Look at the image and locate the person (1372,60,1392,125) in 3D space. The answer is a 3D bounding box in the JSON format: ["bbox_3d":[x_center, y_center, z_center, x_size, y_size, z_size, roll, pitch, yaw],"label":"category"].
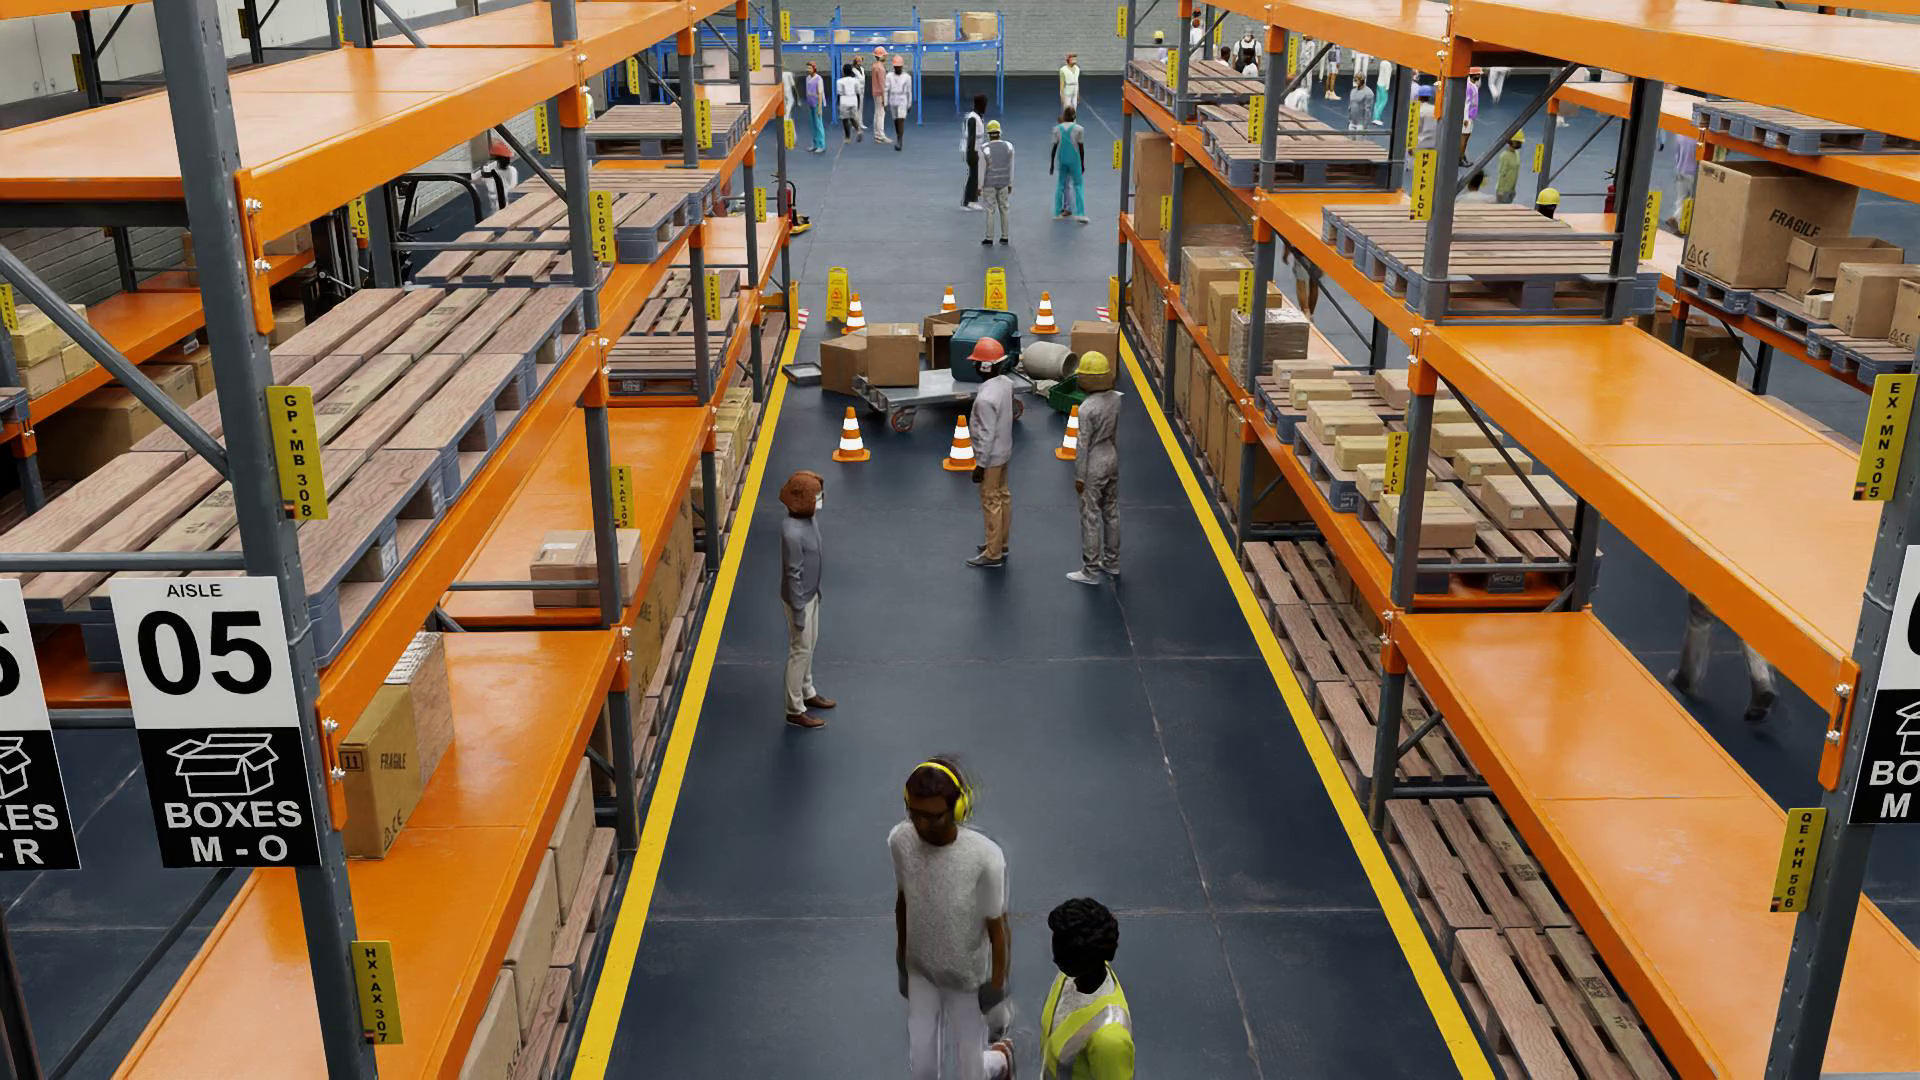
[{"bbox_3d":[9.834,-10.531,38.594,0.385,1.760,0.537,-2,21,-6],"label":"person"}]

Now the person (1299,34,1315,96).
[{"bbox_3d":[9.264,-12.768,44.532,0.320,1.737,0.483,-12,24,-29],"label":"person"}]

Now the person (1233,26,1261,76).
[{"bbox_3d":[7.093,-11.677,41.217,0.687,2.000,0.535,4,21,11],"label":"person"}]

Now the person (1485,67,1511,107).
[{"bbox_3d":[13.615,-11.913,41.991,0.627,1.934,0.602,1,21,2],"label":"person"}]

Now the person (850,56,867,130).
[{"bbox_3d":[-2.317,-10.148,37.751,0.310,1.631,0.507,10,23,24],"label":"person"}]

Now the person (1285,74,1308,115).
[{"bbox_3d":[6.237,-7.855,31.384,0.606,1.834,0.963,13,24,31],"label":"person"}]

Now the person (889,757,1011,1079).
[{"bbox_3d":[-0.009,1.628,6.319,0.536,1.853,0.679,11,23,26],"label":"person"}]

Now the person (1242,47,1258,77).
[{"bbox_3d":[6.196,-9.572,35.759,0.368,1.965,0.609,-2,21,-6],"label":"person"}]

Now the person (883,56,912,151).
[{"bbox_3d":[-1.286,-9.096,34.625,0.549,1.891,1.009,5,21,12],"label":"person"}]

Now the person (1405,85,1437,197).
[{"bbox_3d":[7.952,-6.786,28.453,0.619,1.929,0.694,-12,24,-28],"label":"person"}]

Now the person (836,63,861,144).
[{"bbox_3d":[-2.361,-9.242,35.290,0.532,1.679,0.427,-10,23,-26],"label":"person"}]

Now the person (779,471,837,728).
[{"bbox_3d":[-0.932,0.351,10.008,0.293,1.623,0.507,2,21,6],"label":"person"}]

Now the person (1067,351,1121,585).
[{"bbox_3d":[0.981,-0.533,12.195,0.325,1.736,0.486,16,26,37],"label":"person"}]

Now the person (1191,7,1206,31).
[{"bbox_3d":[7.015,-14.801,49.486,0.605,2.033,0.391,-2,21,-4],"label":"person"}]

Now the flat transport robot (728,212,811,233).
[{"bbox_3d":[-3.097,-4.950,25.899,1.431,0.197,0.652,4,21,12],"label":"flat transport robot"}]

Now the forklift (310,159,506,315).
[{"bbox_3d":[-5.622,-2.910,17.832,2.313,2.155,1.214,-1,21,-1],"label":"forklift"}]

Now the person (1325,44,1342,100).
[{"bbox_3d":[9.871,-12.629,43.739,0.395,2.039,0.607,-3,21,-7],"label":"person"}]

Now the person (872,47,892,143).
[{"bbox_3d":[-1.693,-9.515,35.563,0.375,1.997,0.611,-6,22,-16],"label":"person"}]

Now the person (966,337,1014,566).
[{"bbox_3d":[0.215,-0.662,12.500,0.327,1.753,0.563,6,22,16],"label":"person"}]

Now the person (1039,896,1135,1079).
[{"bbox_3d":[0.425,1.957,5.665,0.319,1.693,0.532,-4,21,-11],"label":"person"}]

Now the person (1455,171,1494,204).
[{"bbox_3d":[6.162,-3.583,20.132,0.522,1.817,0.950,3,21,7],"label":"person"}]

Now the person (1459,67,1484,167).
[{"bbox_3d":[9.879,-8.222,32.223,0.349,1.940,0.551,11,23,26],"label":"person"}]

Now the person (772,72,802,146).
[{"bbox_3d":[-3.689,-9.147,34.854,0.587,1.806,0.831,12,24,29],"label":"person"}]

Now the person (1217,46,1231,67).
[{"bbox_3d":[5.762,-9.928,36.788,0.403,1.908,0.599,-6,22,-17],"label":"person"}]

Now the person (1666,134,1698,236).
[{"bbox_3d":[10.994,-5.536,25.148,0.534,1.928,0.631,-8,22,-19],"label":"person"}]

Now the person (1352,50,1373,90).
[{"bbox_3d":[11.135,-13.403,46.000,0.580,1.882,0.361,4,21,11],"label":"person"}]

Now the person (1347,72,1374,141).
[{"bbox_3d":[7.387,-7.696,30.861,0.387,1.927,0.638,-9,22,-21],"label":"person"}]

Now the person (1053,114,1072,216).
[{"bbox_3d":[1.705,-6.083,27.013,0.284,1.628,0.504,-4,21,-11],"label":"person"}]

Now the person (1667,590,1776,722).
[{"bbox_3d":[4.729,0.155,10.105,0.618,1.927,0.809,-2,21,-5],"label":"person"}]

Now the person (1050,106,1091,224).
[{"bbox_3d":[1.764,-5.934,26.369,0.756,1.812,0.533,10,23,25],"label":"person"}]

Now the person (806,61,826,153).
[{"bbox_3d":[-2.957,-8.874,34.098,0.389,1.838,0.562,-12,24,-30],"label":"person"}]

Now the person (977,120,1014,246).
[{"bbox_3d":[0.513,-5.267,24.576,0.586,1.824,0.404,-9,23,-23],"label":"person"}]

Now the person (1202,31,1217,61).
[{"bbox_3d":[6.148,-11.778,41.629,0.551,1.934,0.373,3,21,8],"label":"person"}]

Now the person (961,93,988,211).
[{"bbox_3d":[0.291,-6.392,27.457,0.570,1.888,0.633,3,21,9],"label":"person"}]

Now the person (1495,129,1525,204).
[{"bbox_3d":[7.972,-5.087,24.185,0.330,1.765,0.533,17,26,37],"label":"person"}]

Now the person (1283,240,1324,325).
[{"bbox_3d":[4.093,-3.362,19.277,0.611,2.021,0.889,0,21,0],"label":"person"}]

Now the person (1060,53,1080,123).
[{"bbox_3d":[2.372,-9.648,36.146,0.400,1.834,0.570,19,28,41],"label":"person"}]
